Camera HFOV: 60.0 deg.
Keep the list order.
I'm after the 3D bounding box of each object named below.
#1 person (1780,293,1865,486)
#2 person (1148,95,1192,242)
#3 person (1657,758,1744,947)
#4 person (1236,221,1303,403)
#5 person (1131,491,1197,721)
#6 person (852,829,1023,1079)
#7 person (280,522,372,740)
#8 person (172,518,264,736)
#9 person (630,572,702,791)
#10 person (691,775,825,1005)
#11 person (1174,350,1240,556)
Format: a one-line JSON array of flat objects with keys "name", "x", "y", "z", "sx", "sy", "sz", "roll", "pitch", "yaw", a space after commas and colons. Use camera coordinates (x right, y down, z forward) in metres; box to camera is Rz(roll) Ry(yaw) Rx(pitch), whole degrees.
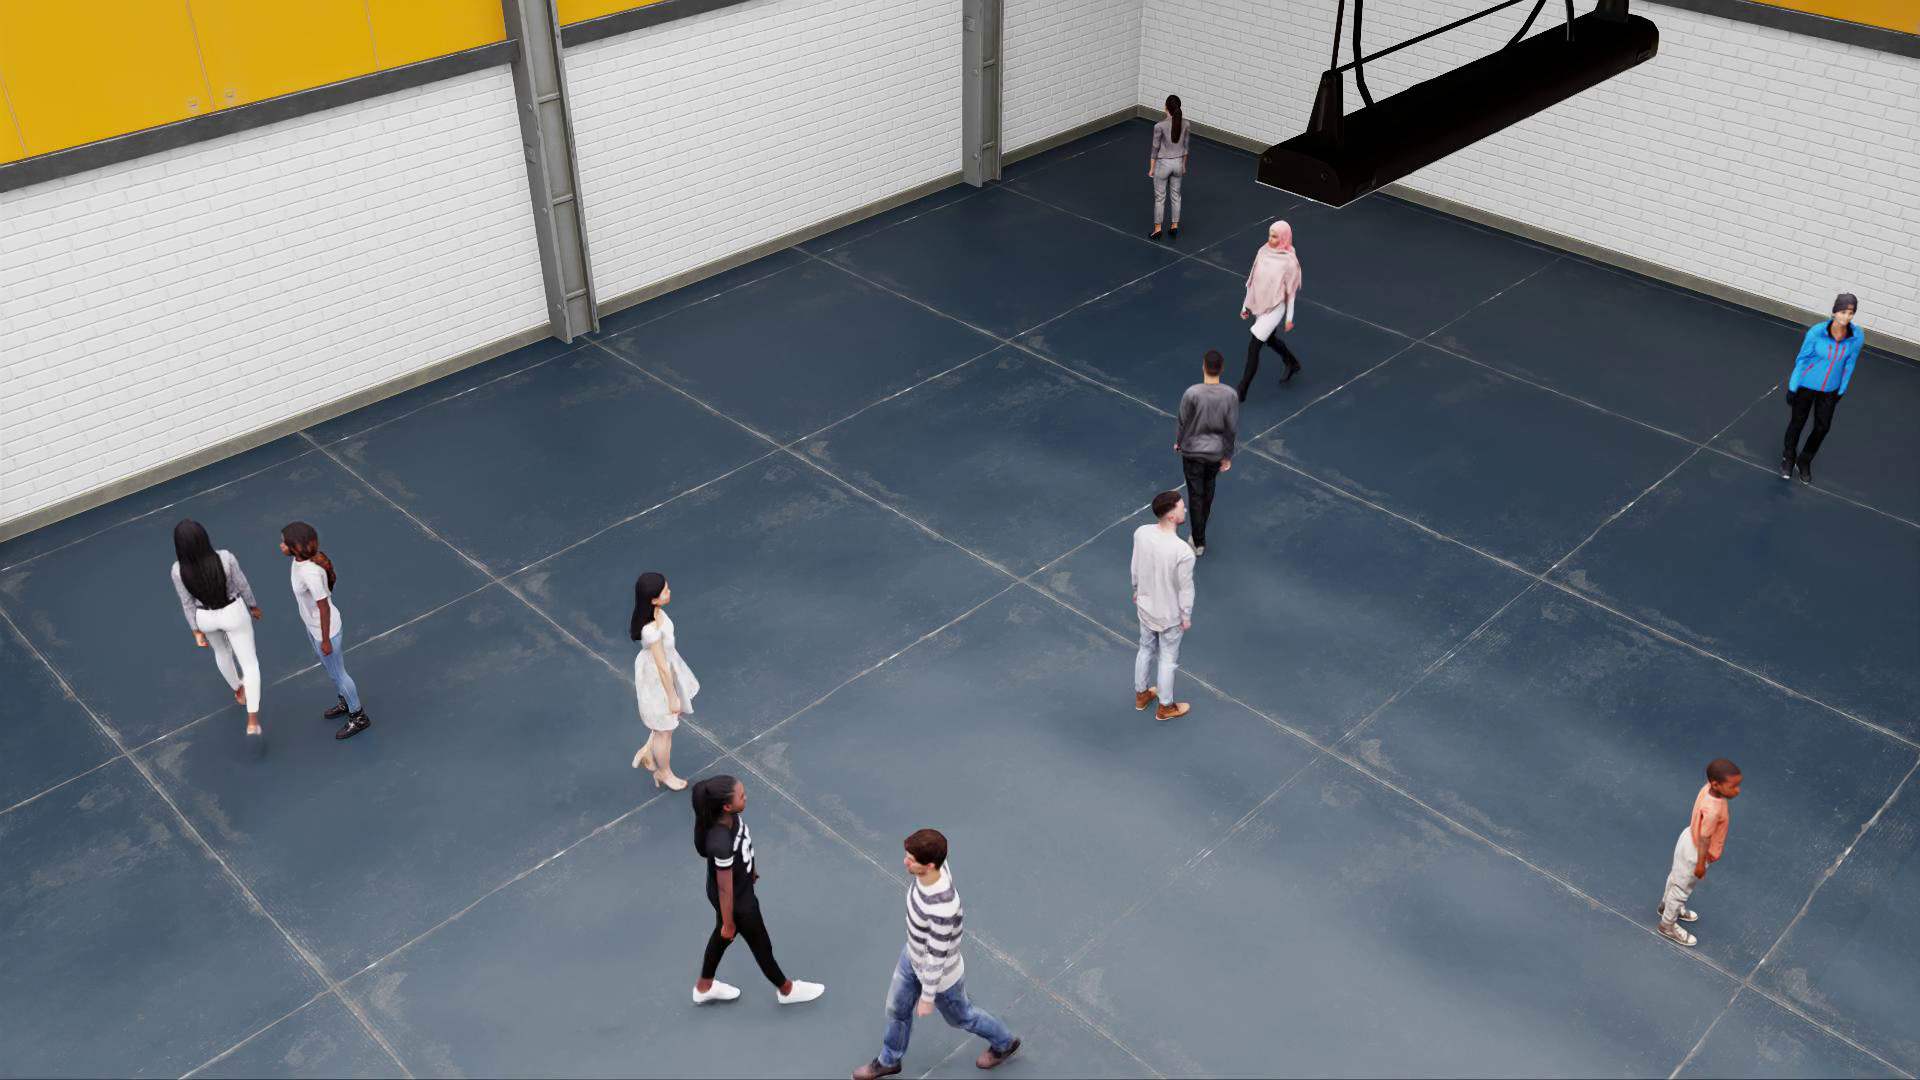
[{"name": "person", "x": 7.390, "y": -1.347, "z": 14.378, "sx": 0.736, "sy": 1.785, "sz": 0.765, "roll": 13, "pitch": 36, "yaw": 18}, {"name": "person", "x": 2.353, "y": -4.193, "z": 18.756, "sx": 0.665, "sy": 1.678, "sz": 0.772, "roll": -11, "pitch": 35, "yaw": -16}, {"name": "person", "x": 4.430, "y": 1.843, "z": 10.008, "sx": 0.608, "sy": 1.310, "sz": 0.504, "roll": 14, "pitch": 36, "yaw": 21}, {"name": "person", "x": 2.966, "y": -2.154, "z": 15.613, "sx": 1.269, "sy": 1.761, "sz": 0.823, "roll": -20, "pitch": 38, "yaw": -27}, {"name": "person", "x": 1.411, "y": 0.457, "z": 11.615, "sx": 0.566, "sy": 1.839, "sz": 0.679, "roll": -27, "pitch": 42, "yaw": -35}, {"name": "person", "x": -0.039, "y": 2.266, "z": 8.923, "sx": 1.285, "sy": 1.805, "sz": 1.028, "roll": -10, "pitch": 35, "yaw": -15}, {"name": "person", "x": -4.402, "y": 0.610, "z": 11.493, "sx": 0.579, "sy": 1.719, "sz": 0.630, "roll": -19, "pitch": 38, "yaw": -26}, {"name": "person", "x": -5.078, "y": 0.623, "z": 11.497, "sx": 1.130, "sy": 1.693, "sz": 1.013, "roll": -10, "pitch": 35, "yaw": -14}, {"name": "person", "x": -2.053, "y": 0.974, "z": 10.904, "sx": 0.894, "sy": 1.766, "sz": 0.827, "roll": -5, "pitch": 34, "yaw": -7}, {"name": "person", "x": -1.349, "y": 2.016, "z": 9.394, "sx": 1.106, "sy": 1.702, "sz": 0.974, "roll": -5, "pitch": 34, "yaw": -8}, {"name": "person", "x": 1.977, "y": -0.662, "z": 13.391, "sx": 0.958, "sy": 1.737, "sz": 0.988, "roll": -4, "pitch": 34, "yaw": -5}]
